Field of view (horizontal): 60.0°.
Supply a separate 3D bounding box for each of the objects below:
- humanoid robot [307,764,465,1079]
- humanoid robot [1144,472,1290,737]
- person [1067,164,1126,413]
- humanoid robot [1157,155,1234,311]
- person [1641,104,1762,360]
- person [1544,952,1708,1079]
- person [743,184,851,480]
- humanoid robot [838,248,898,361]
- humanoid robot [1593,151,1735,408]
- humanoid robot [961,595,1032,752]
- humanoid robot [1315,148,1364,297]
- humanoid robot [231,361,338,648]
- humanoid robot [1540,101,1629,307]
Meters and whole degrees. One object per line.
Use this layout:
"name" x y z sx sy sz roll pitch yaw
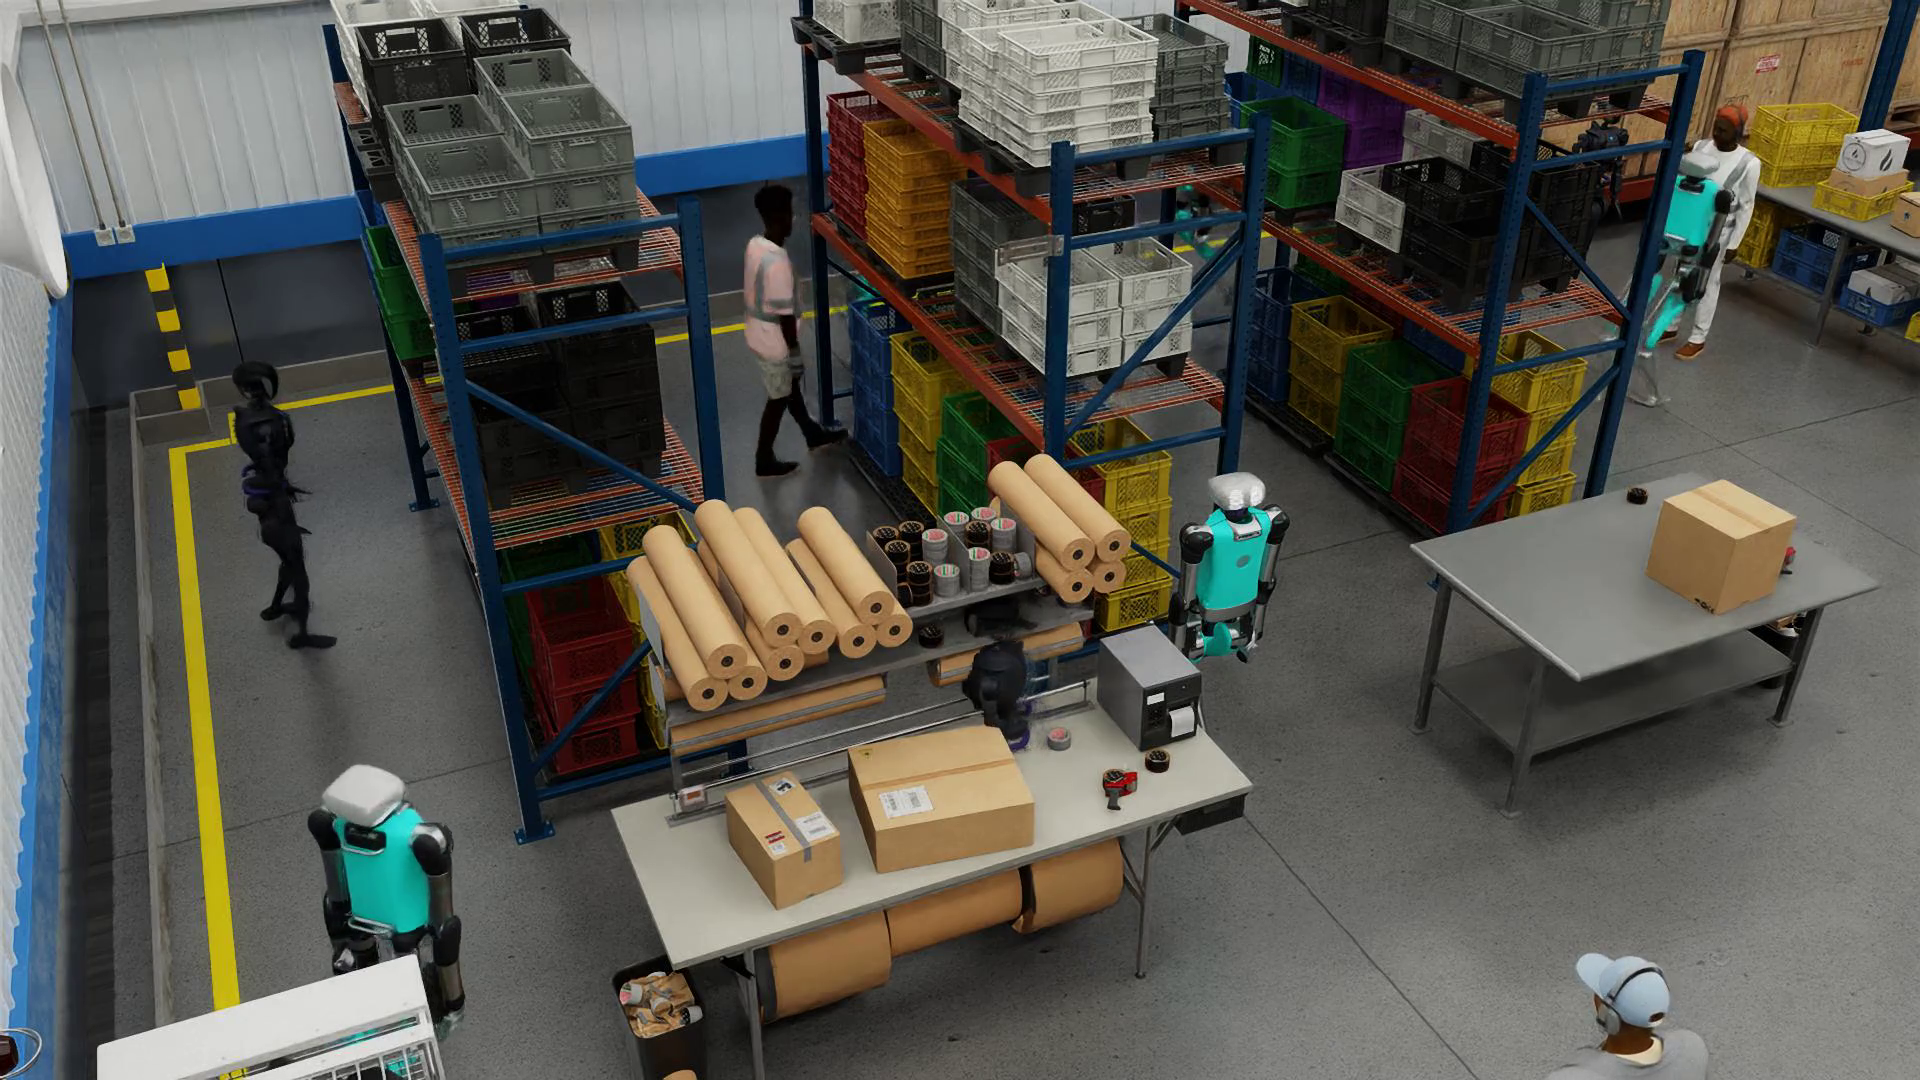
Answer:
"humanoid robot" -2.069 1.687 5.833 0.532 1.777 0.785 10 33 15
"humanoid robot" 1.118 0.339 7.891 0.533 1.677 0.735 -13 34 -20
"person" 0.809 -1.755 11.154 0.612 2.014 0.447 -7 32 -11
"humanoid robot" 1.902 -2.470 12.635 0.880 1.820 0.554 -19 36 -28
"person" 5.402 -2.231 12.053 0.337 1.882 0.583 -16 35 -25
"person" 1.942 1.996 5.218 0.598 1.850 0.394 -12 34 -19
"person" -1.049 -1.297 10.500 0.642 1.934 0.608 -9 33 -14
"humanoid robot" -0.615 -1.927 11.724 0.722 1.816 0.535 -9 33 -14
"humanoid robot" 4.733 -1.692 11.341 0.795 1.796 0.531 -26 40 -36
"humanoid robot" 0.243 0.903 7.169 0.602 1.634 0.593 2 32 4
"humanoid robot" 2.897 -2.517 12.718 0.583 1.637 0.549 -19 36 -28
"humanoid robot" -3.708 -0.202 8.951 0.393 1.639 0.601 -14 34 -22
"humanoid robot" 4.872 -2.635 12.890 0.599 1.659 0.315 -13 34 -20
